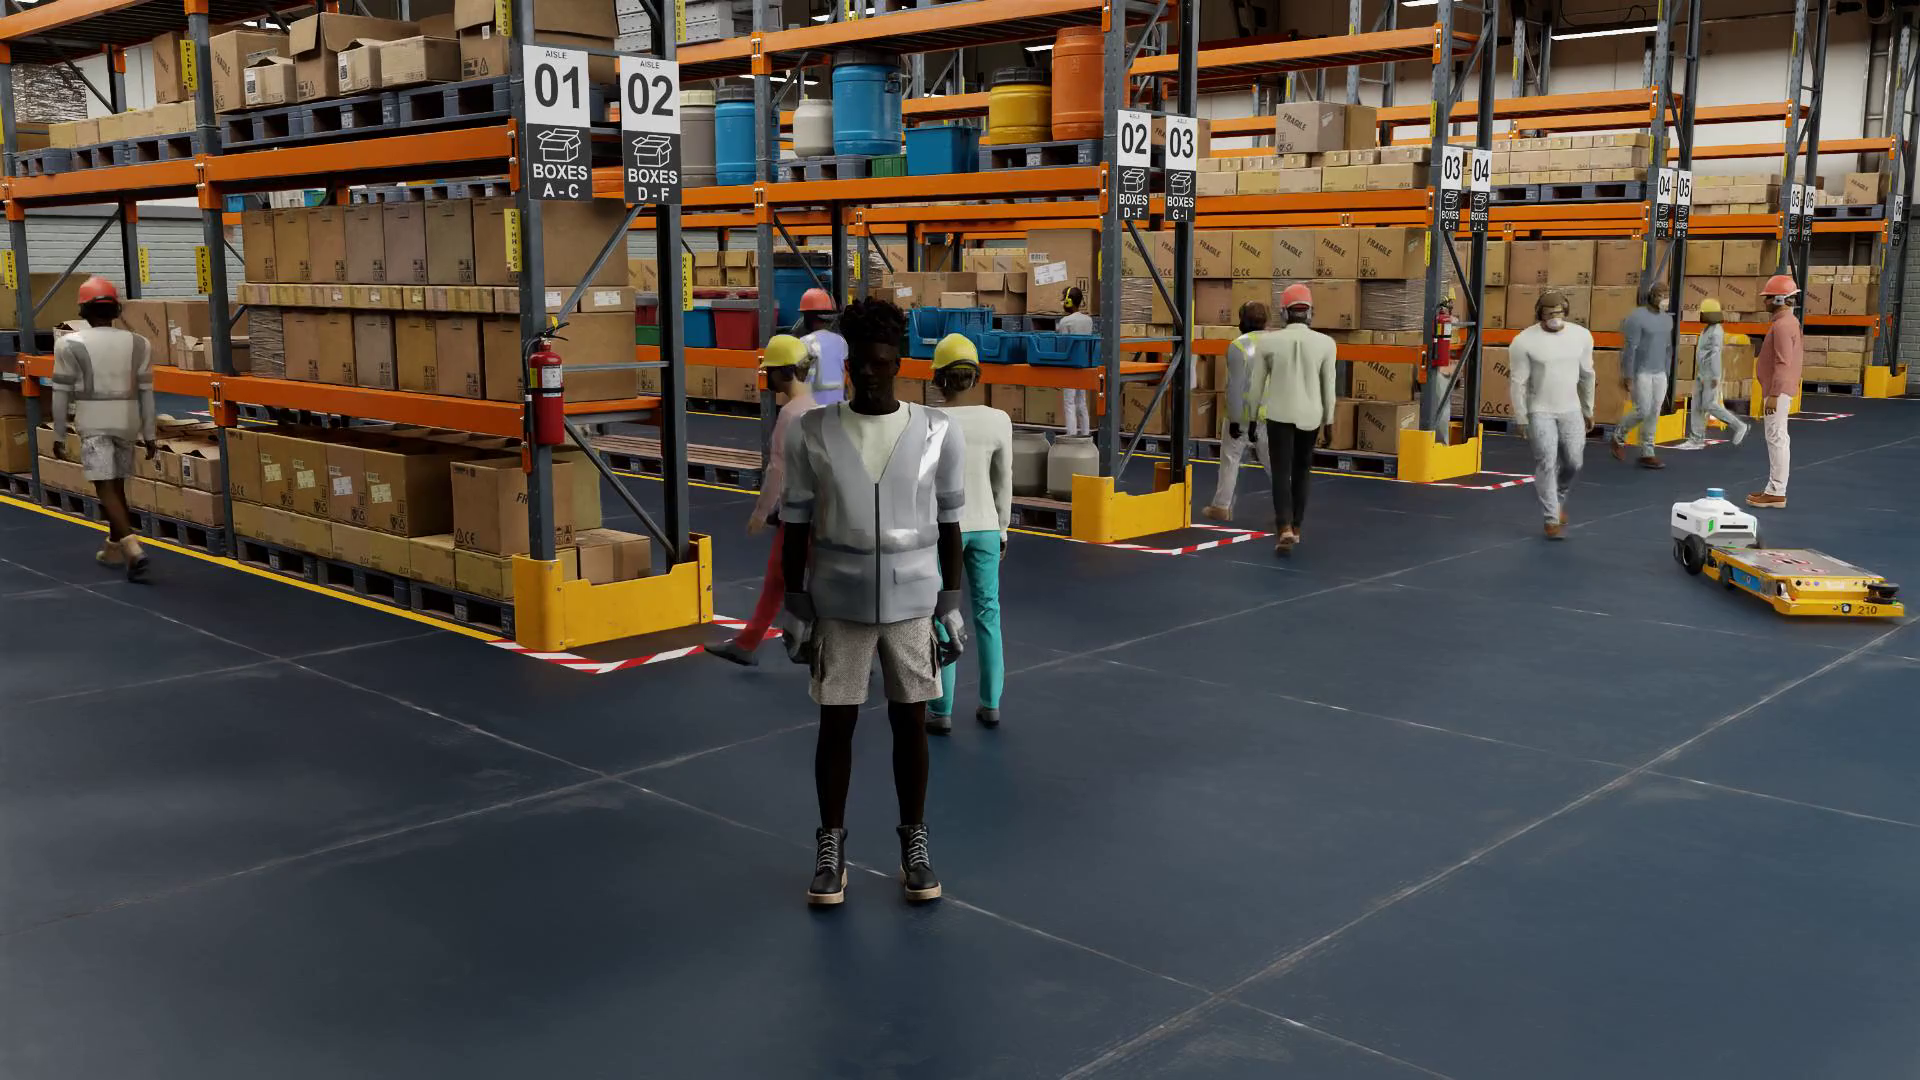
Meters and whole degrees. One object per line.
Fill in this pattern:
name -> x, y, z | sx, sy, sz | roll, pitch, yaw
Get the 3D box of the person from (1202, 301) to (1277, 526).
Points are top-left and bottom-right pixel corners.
person -> 2.387, -1.022, 13.397 | 0.639, 1.802, 0.953 | -6, 11, -33

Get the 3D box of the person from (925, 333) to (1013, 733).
person -> -0.013, -0.028, 7.395 | 0.522, 1.769, 0.311 | -4, 10, -24

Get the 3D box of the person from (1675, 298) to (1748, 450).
person -> 8.594, -1.882, 18.919 | 0.668, 1.723, 0.492 | 1, 9, 6

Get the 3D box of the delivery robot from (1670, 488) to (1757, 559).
delivery robot -> 5.191, -0.114, 11.468 | 0.477, 0.478, 0.707 | 0, 9, 2

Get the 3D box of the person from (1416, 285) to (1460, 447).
person -> 5.223, -1.867, 18.276 | 0.594, 1.894, 0.892 | -7, 11, -35

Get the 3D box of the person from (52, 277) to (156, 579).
person -> -5.692, -0.754, 11.136 | 1.001, 2.006, 0.624 | 9, 13, 43

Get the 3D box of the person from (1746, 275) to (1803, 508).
person -> 7.067, -1.289, 14.421 | 0.394, 1.992, 0.622 | 5, 11, 30

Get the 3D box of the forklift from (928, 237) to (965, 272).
forklift -> -0.326, -5.817, 39.609 | 1.129, 2.768, 1.873 | 9, 13, 43

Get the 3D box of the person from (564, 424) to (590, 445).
person -> -3.133, -0.907, 13.259 | 0.695, 1.607, 0.508 | 7, 12, 38

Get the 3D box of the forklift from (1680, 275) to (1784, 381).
forklift -> 12.480, -3.427, 27.053 | 1.214, 2.155, 2.313 | 9, 13, 43

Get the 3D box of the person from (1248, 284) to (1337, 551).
person -> 2.452, -0.908, 12.246 | 0.621, 1.952, 1.017 | 1, 9, 3

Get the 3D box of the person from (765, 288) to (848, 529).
person -> -1.141, -0.973, 12.799 | 0.963, 1.888, 0.564 | 8, 12, 40

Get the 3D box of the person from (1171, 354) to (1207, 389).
person -> 3.118, -2.645, 23.197 | 0.848, 1.862, 0.581 | 9, 13, 42

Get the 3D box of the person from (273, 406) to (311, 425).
person -> -7.130, -1.659, 17.720 | 0.544, 1.648, 0.780 | -5, 11, -30

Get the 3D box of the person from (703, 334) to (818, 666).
person -> -0.897, -0.153, 8.317 | 0.904, 1.718, 0.529 | 0, 9, 1

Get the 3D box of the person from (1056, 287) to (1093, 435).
person -> 1.241, -1.818, 18.117 | 0.511, 1.855, 0.333 | -9, 13, -42

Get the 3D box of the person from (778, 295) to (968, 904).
person -> -0.278, 0.200, 5.385 | 0.611, 1.964, 0.362 | -1, 9, -7

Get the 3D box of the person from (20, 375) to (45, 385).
person -> -13.481, -2.783, 24.181 | 0.591, 1.793, 0.579 | -2, 10, -14

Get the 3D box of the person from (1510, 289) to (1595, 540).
person -> 4.504, -0.963, 12.715 | 0.675, 1.901, 0.568 | 0, 9, 1

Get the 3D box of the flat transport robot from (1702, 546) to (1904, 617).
flat transport robot -> 5.249, 0.244, 10.430 | 0.652, 0.197, 1.431 | 1, 9, 5

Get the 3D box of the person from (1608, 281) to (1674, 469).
person -> 7.091, -1.709, 17.215 | 0.647, 1.926, 0.506 | -5, 10, -27
